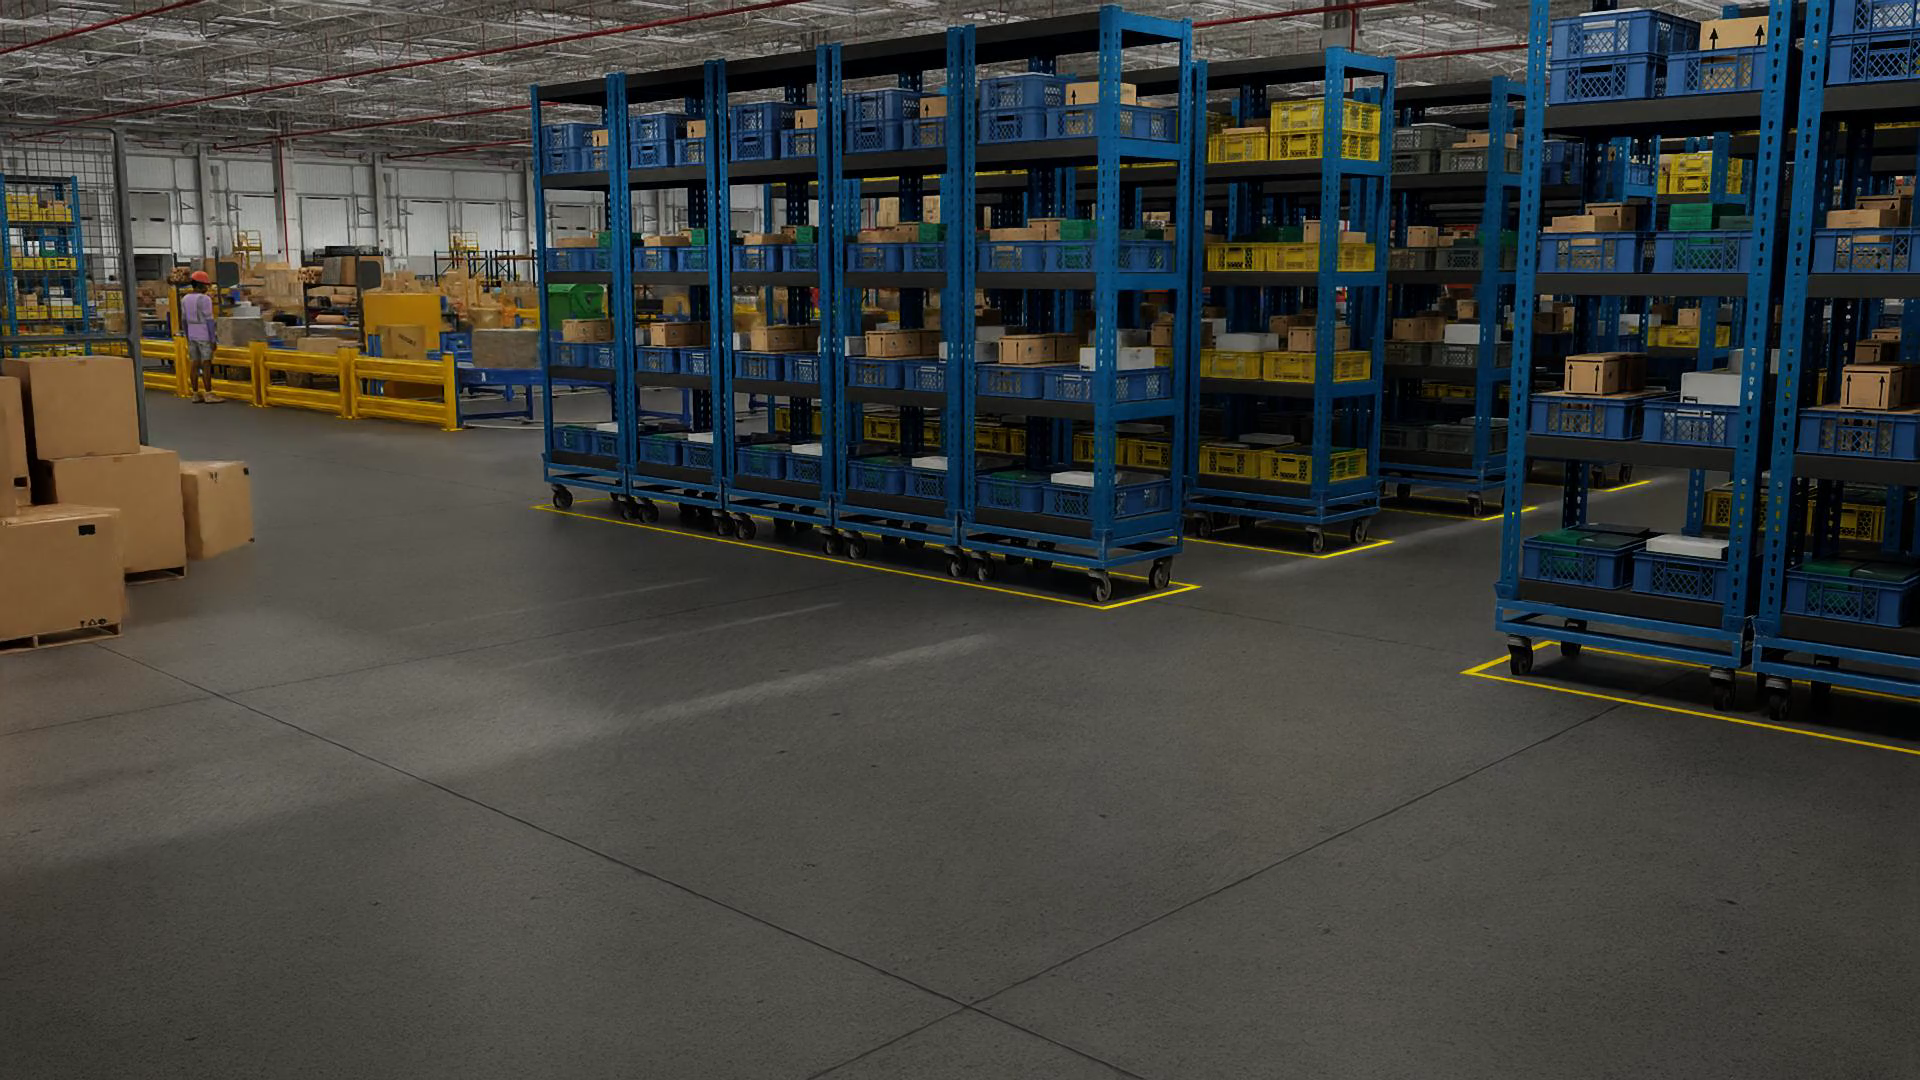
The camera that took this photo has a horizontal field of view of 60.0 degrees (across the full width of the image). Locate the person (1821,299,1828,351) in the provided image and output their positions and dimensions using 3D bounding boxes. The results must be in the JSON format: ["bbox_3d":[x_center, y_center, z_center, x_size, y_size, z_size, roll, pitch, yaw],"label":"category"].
[{"bbox_3d":[14.017,-3.288,27.031,0.643,1.918,0.757,-6,11,-32],"label":"person"}]

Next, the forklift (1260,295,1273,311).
[{"bbox_3d":[10.388,-9.177,60.208,1.873,2.768,1.129,9,13,43],"label":"forklift"}]

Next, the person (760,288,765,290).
[{"bbox_3d":[-9.419,-11.674,79.329,0.364,1.623,0.537,5,10,28],"label":"person"}]

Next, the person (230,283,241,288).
[{"bbox_3d":[-27.259,-9.084,62.577,0.592,1.922,0.392,5,10,27],"label":"person"}]

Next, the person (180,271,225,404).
[{"bbox_3d":[-11.651,-3.103,25.568,0.605,2.033,0.402,5,10,27],"label":"person"}]

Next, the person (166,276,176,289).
[{"bbox_3d":[-26.330,-7.943,55.803,0.739,1.850,0.527,-4,10,-25],"label":"person"}]

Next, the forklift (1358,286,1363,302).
[{"bbox_3d":[11.100,-7.017,46.970,1.873,2.768,1.129,9,13,43],"label":"forklift"}]

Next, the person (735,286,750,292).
[{"bbox_3d":[-8.470,-9.439,64.384,0.687,2.000,0.597,0,9,-2],"label":"person"}]

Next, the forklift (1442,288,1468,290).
[{"bbox_3d":[18.685,-9.604,62.827,1.129,2.768,1.873,8,12,41],"label":"forklift"}]

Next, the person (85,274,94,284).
[{"bbox_3d":[-42.037,-11.907,80.255,0.681,1.803,0.471,5,10,26],"label":"person"}]

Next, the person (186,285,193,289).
[{"bbox_3d":[-27.013,-8.389,58.454,0.515,1.876,0.328,4,10,23],"label":"person"}]

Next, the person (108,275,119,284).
[{"bbox_3d":[-38.538,-11.172,75.800,0.972,1.797,0.637,3,10,16],"label":"person"}]

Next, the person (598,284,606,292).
[{"bbox_3d":[-13.444,-9.085,62.557,0.385,1.929,0.547,2,9,11],"label":"person"}]

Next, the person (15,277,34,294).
[{"bbox_3d":[-29.818,-7.539,53.097,0.539,1.929,0.384,-9,13,-44],"label":"person"}]

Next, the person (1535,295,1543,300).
[{"bbox_3d":[15.407,-6.148,44.890,0.589,1.823,0.405,1,9,6],"label":"person"}]

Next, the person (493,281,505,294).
[{"bbox_3d":[-16.206,-8.313,58.564,0.536,1.693,0.320,6,11,34],"label":"person"}]

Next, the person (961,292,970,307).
[{"bbox_3d":[0.299,-7.892,55.849,0.547,1.717,0.877,-8,12,-41],"label":"person"}]
